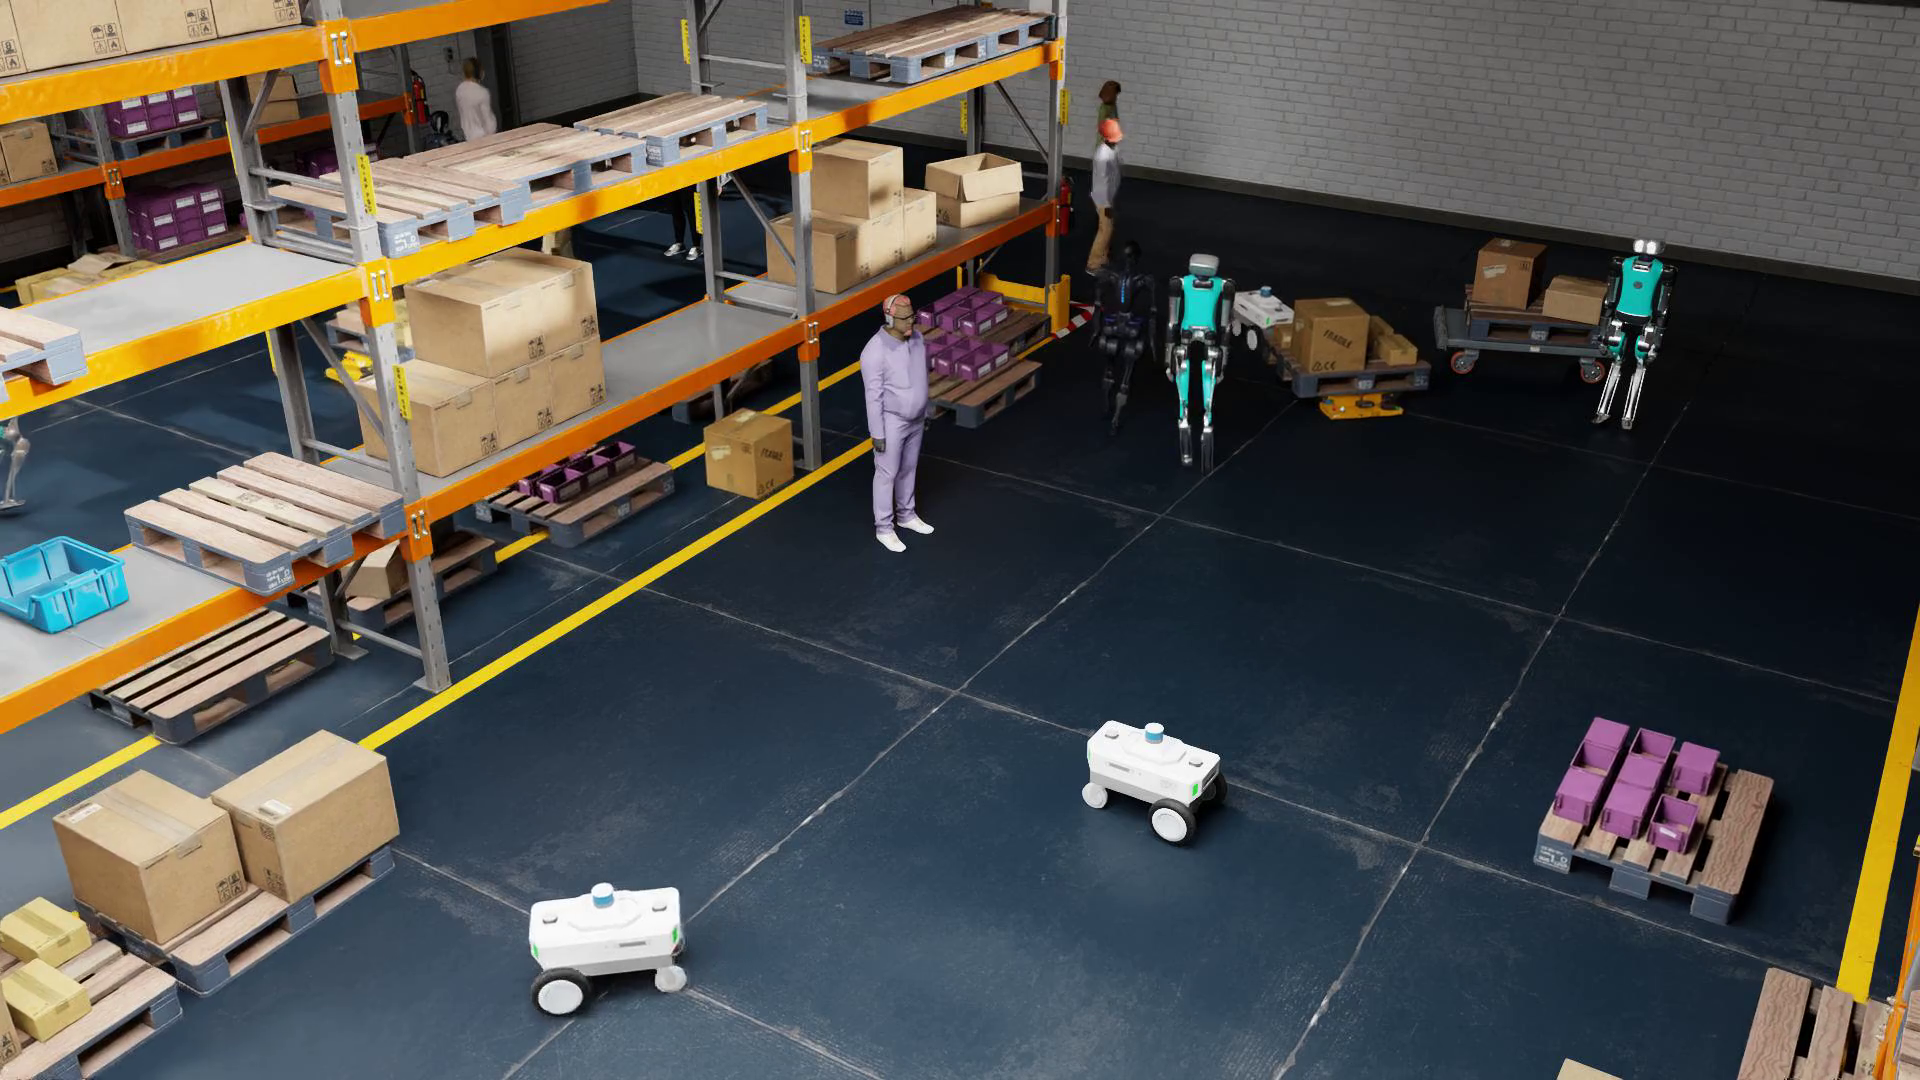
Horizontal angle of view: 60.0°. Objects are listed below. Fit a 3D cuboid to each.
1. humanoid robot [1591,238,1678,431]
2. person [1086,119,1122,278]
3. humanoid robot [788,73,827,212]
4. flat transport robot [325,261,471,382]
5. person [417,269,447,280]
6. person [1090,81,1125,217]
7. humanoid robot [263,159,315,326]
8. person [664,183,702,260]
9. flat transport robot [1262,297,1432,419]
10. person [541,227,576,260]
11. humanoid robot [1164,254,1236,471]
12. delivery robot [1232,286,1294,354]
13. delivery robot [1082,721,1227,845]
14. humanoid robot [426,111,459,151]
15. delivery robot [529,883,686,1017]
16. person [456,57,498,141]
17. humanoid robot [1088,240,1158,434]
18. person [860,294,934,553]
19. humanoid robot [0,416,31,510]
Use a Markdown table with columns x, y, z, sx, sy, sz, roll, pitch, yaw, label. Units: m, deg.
| x | y | z | sx | sy | sz | roll | pitch | yaw | label |
| --- | --- | --- | --- | --- | --- | --- | --- | --- | --- |
| 5.653 | -1.765 | 13.906 | 0.533 | 1.677 | 0.735 | 16 | 31 | 28 | humanoid robot |
| 1.556 | -3.700 | 17.900 | 0.372 | 1.712 | 0.605 | 6 | 28 | 12 | person |
| -1.695 | -4.765 | 19.993 | 1.026 | 1.739 | 0.589 | -24 | 35 | -39 | humanoid robot |
| -5.176 | -1.756 | 15.658 | 0.659 | 0.231 | 1.431 | 17 | 31 | 30 | flat transport robot |
| -4.050 | -1.336 | 13.087 | 0.338 | 1.847 | 0.509 | 3 | 27 | 6 | person |
| 1.786 | -4.679 | 19.922 | 0.378 | 1.621 | 0.503 | 13 | 30 | 24 | person |
| -6.669 | -2.916 | 16.386 | 0.608 | 1.656 | 0.408 | 7 | 28 | 14 | humanoid robot |
| -3.097 | -3.995 | 18.425 | 0.770 | 1.753 | 0.448 | 16 | 31 | 28 | person |
| 3.421 | -1.445 | 15.045 | 0.659 | 0.231 | 1.431 | -4 | 27 | -8 | flat transport robot |
| -4.048 | -3.036 | 16.590 | 0.619 | 1.712 | 0.581 | 0 | 27 | 0 | person |
| 1.877 | -1.302 | 13.194 | 0.533 | 1.852 | 0.695 | 3 | 27 | 5 | humanoid robot |
| 2.953 | -2.162 | 16.127 | 0.499 | 0.582 | 0.773 | -9 | 28 | -17 | delivery robot |
| 1.076 | 1.290 | 9.309 | 0.739 | 0.566 | 0.499 | 16 | 31 | 28 | delivery robot |
| -5.603 | -3.887 | 18.286 | 0.599 | 1.657 | 0.315 | 16 | 31 | 28 | humanoid robot |
| -1.706 | 1.931 | 8.068 | 0.772 | 0.586 | 0.499 | -5 | 27 | -9 | delivery robot |
| -5.710 | -4.750 | 19.740 | 0.798 | 1.919 | 0.636 | -22 | 34 | -37 | person |
| 1.387 | -1.752 | 14.118 | 0.601 | 1.635 | 0.653 | 9 | 28 | 17 | humanoid robot |
| -0.426 | -0.866 | 12.097 | 0.413 | 1.908 | 0.639 | 17 | 32 | 30 | person |
| -7.380 | -0.914 | 12.376 | 0.918 | 1.763 | 0.547 | -12 | 29 | -23 | humanoid robot |
